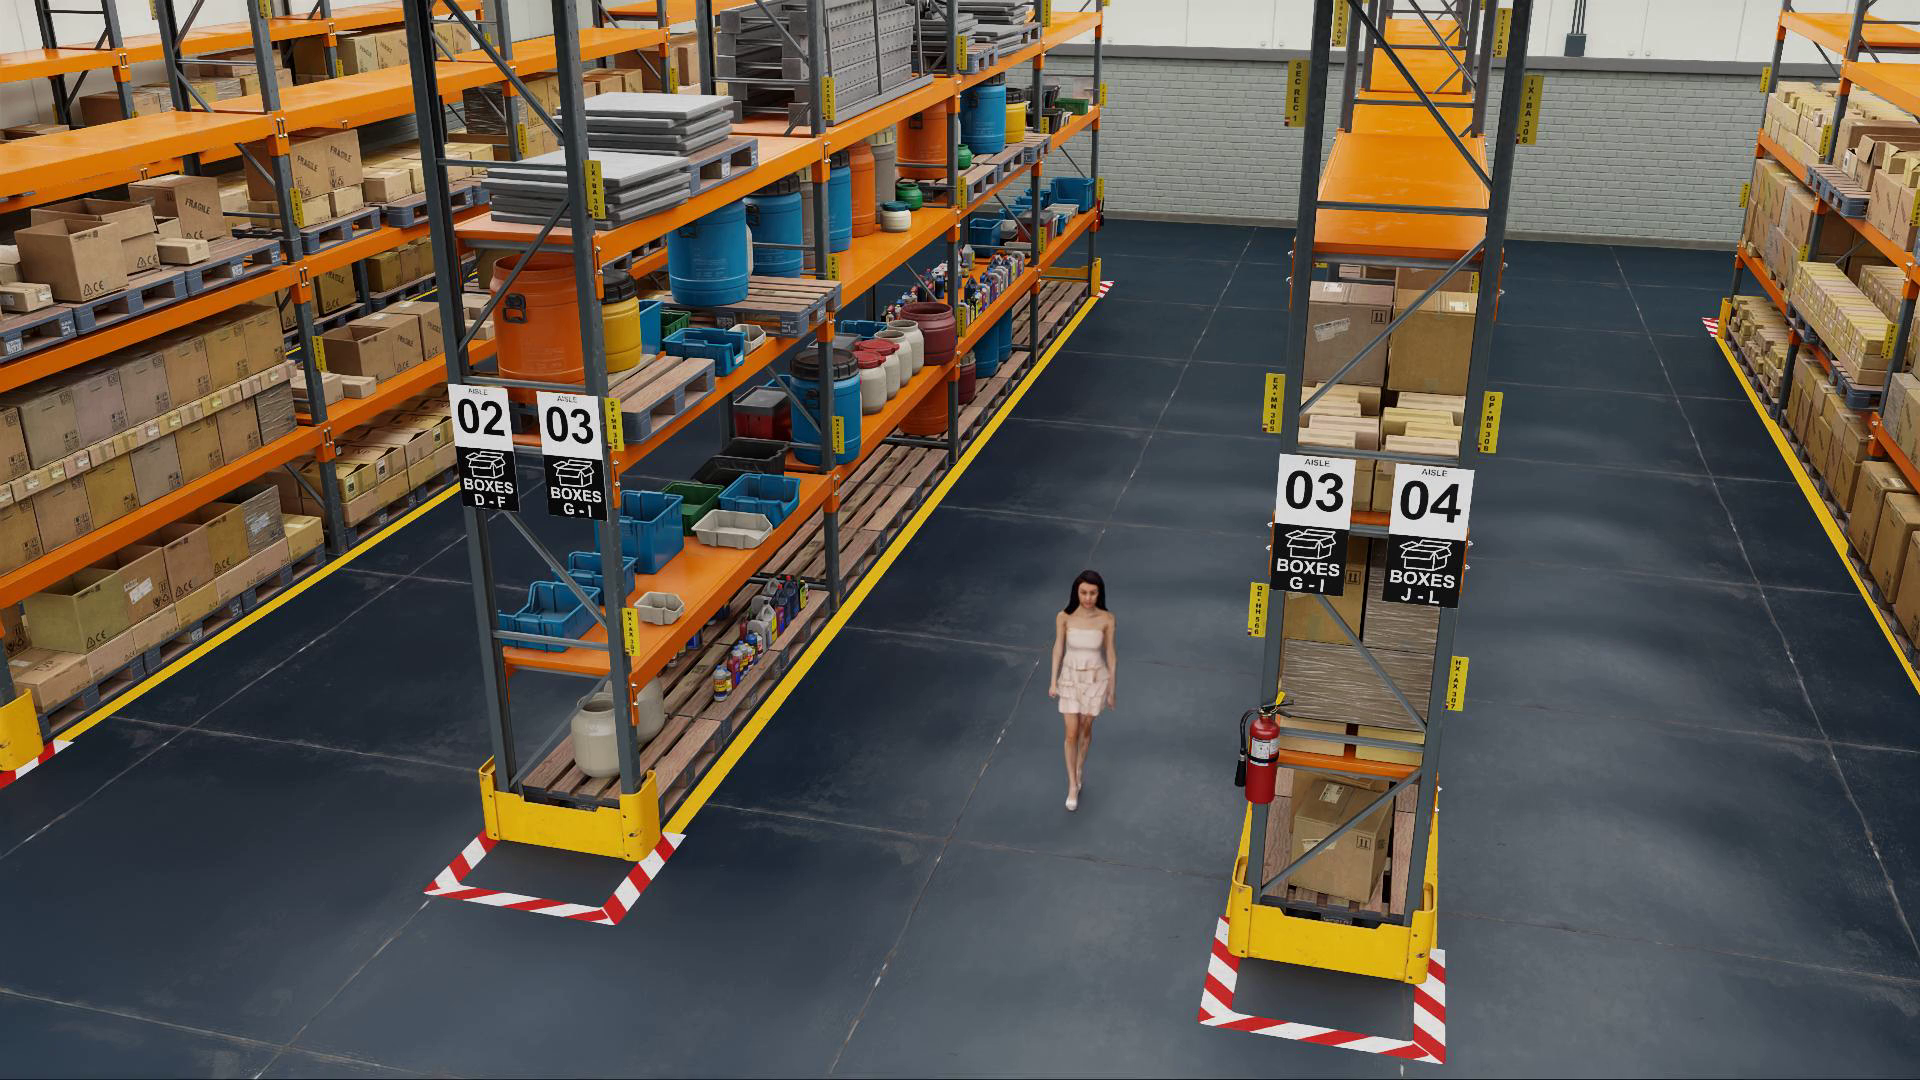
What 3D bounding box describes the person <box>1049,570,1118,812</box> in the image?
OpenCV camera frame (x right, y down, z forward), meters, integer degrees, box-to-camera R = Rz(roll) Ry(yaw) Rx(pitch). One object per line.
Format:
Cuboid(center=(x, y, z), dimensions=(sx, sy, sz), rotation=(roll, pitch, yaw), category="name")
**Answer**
Cuboid(center=(0.853, 0.979, 11.472), dimensions=(0.688, 1.718, 0.768), rotation=(1, 22, 3), category="person")
